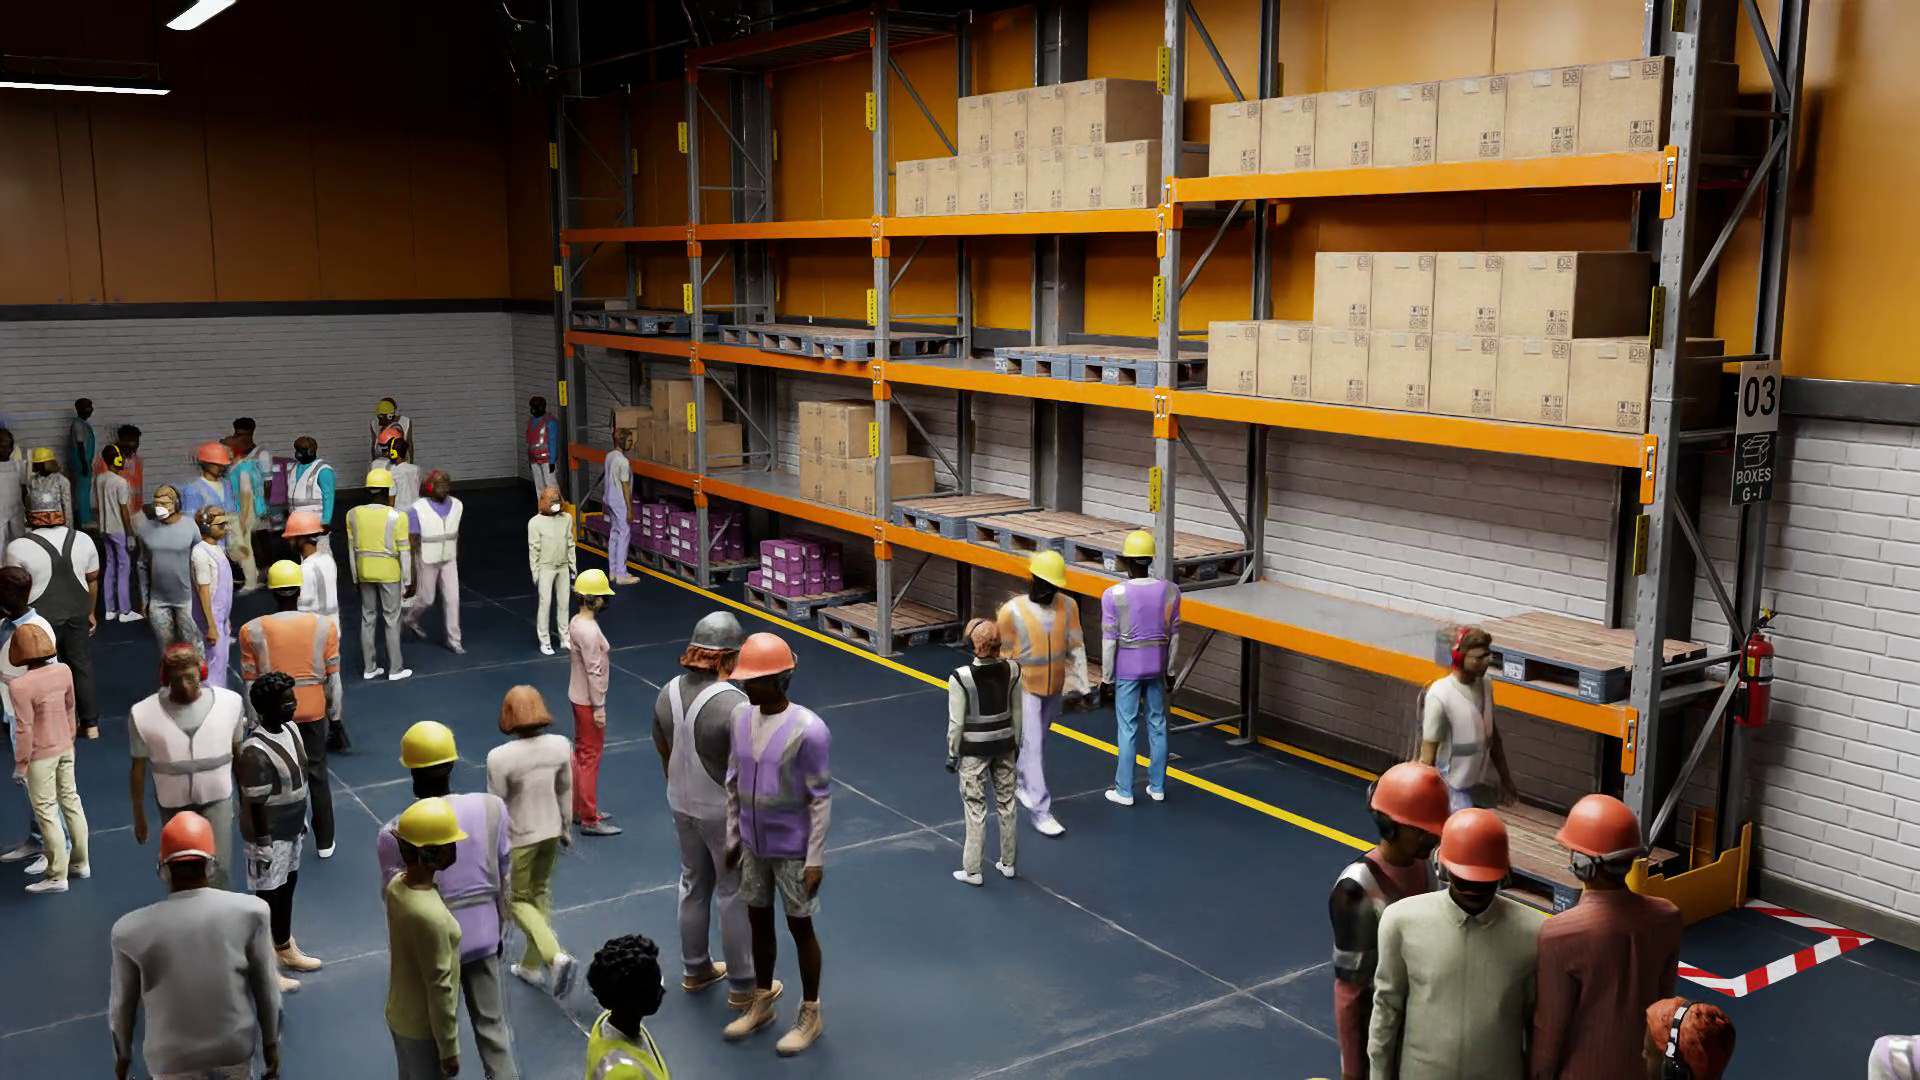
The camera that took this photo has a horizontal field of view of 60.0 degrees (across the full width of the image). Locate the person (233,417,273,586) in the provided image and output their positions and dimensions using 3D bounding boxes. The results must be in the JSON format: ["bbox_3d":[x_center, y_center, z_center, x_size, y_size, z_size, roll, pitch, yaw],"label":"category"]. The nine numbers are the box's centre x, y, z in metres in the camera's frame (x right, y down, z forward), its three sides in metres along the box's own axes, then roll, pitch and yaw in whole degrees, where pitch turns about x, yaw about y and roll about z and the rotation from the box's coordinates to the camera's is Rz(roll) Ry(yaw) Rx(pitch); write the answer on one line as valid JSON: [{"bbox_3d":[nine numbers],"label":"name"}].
[{"bbox_3d":[-8.224,-0.451,19.281,0.603,1.966,0.368,5,11,25],"label":"person"}]

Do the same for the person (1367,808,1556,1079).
[{"bbox_3d":[1.703,1.859,5.672,0.618,1.985,0.405,2,10,12],"label":"person"}]

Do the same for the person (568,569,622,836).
[{"bbox_3d":[-2.418,1.063,10.992,0.325,1.765,0.534,-4,10,-22],"label":"person"}]

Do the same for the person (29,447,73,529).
[{"bbox_3d":[-9.996,-0.164,18.289,0.488,1.735,0.338,2,10,10],"label":"person"}]

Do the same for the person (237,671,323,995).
[{"bbox_3d":[-3.549,1.503,8.631,0.323,1.688,0.530,0,10,-1],"label":"person"}]

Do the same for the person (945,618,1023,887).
[{"bbox_3d":[0.154,1.281,10.070,0.514,1.642,0.311,-5,11,-27],"label":"person"}]

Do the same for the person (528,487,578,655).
[{"bbox_3d":[-3.901,0.289,15.950,0.288,1.624,0.505,9,13,41],"label":"person"}]

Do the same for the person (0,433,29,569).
[{"bbox_3d":[-10.723,-0.287,18.713,0.350,1.838,0.505,7,12,36],"label":"person"}]

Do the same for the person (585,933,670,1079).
[{"bbox_3d":[-1.055,2.068,5.285,0.321,1.696,0.536,-3,10,-15],"label":"person"}]

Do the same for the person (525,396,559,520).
[{"bbox_3d":[-5.961,-1.137,23.721,0.618,1.836,0.432,8,12,38],"label":"person"}]

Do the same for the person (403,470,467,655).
[{"bbox_3d":[-5.105,0.191,16.021,0.793,1.805,0.595,8,13,40],"label":"person"}]

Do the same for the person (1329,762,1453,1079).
[{"bbox_3d":[1.583,1.775,6.035,0.411,2.033,0.613,9,14,44],"label":"person"}]

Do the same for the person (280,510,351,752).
[{"bbox_3d":[-4.870,0.735,12.429,0.428,1.928,0.567,-1,10,-4],"label":"person"}]

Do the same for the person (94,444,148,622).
[{"bbox_3d":[-8.796,-0.072,17.369,0.504,1.864,0.332,6,11,30],"label":"person"}]

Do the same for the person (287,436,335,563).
[{"bbox_3d":[-7.161,-0.225,18.325,0.622,1.844,0.429,6,11,29],"label":"person"}]

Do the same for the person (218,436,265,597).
[{"bbox_3d":[-8.027,-0.258,18.550,0.458,1.821,0.607,-8,12,-38],"label":"person"}]

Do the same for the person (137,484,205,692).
[{"bbox_3d":[-6.502,0.498,13.794,0.627,1.941,0.371,1,10,4],"label":"person"}]

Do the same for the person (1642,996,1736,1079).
[{"bbox_3d":[1.924,2.123,4.440,0.575,1.880,0.359,-6,11,-31],"label":"person"}]

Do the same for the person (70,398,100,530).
[{"bbox_3d":[-12.226,-1.066,23.256,0.350,1.843,0.506,-4,10,-22],"label":"person"}]

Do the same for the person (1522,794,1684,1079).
[{"bbox_3d":[2.177,1.843,5.730,0.612,1.996,0.376,-4,10,-23],"label":"person"}]

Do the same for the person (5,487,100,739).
[{"bbox_3d":[-7.092,0.590,12.953,0.537,2.000,0.689,6,11,33],"label":"person"}]

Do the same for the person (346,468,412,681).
[{"bbox_3d":[-5.199,0.313,14.957,0.582,1.919,0.397,1,10,6],"label":"person"}]

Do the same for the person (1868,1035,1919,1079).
[{"bbox_3d":[3.103,2.104,5.241,0.515,1.641,0.315,4,10,22],"label":"person"}]

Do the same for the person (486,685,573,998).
[{"bbox_3d":[-2.162,1.555,8.536,0.606,1.612,0.530,9,13,41],"label":"person"}]

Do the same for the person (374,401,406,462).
[{"bbox_3d":[-7.890,-1.022,23.055,0.403,1.824,0.593,-7,12,-36],"label":"person"}]

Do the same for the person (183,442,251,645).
[{"bbox_3d":[-7.237,0.049,16.208,0.475,2.018,0.602,1,10,6],"label":"person"}]

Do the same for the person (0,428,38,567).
[{"bbox_3d":[-11.190,-0.429,19.619,0.661,1.810,0.507,-6,11,-30],"label":"person"}]

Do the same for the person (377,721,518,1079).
[{"bbox_3d":[-2.110,1.698,6.974,0.596,1.874,0.972,-7,12,-37],"label":"person"}]

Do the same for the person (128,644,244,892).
[{"bbox_3d":[-4.160,1.393,8.996,0.592,1.799,0.864,-6,11,-29],"label":"person"}]

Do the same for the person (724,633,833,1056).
[{"bbox_3d":[-0.895,1.441,7.954,0.614,2.041,0.388,7,12,34],"label":"person"}]

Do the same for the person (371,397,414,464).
[{"bbox_3d":[-8.026,-1.111,23.564,0.580,1.830,0.410,-2,10,-10],"label":"person"}]

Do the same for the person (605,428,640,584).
[{"bbox_3d":[-3.940,-0.392,19.339,0.353,1.835,0.518,-7,12,-35],"label":"person"}]

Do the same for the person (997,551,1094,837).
[{"bbox_3d":[0.538,0.984,11.173,0.585,1.863,0.955,-5,11,-29],"label":"person"}]

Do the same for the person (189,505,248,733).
[{"bbox_3d":[-5.917,0.639,13.242,0.338,1.845,0.514,-2,10,-13],"label":"person"}]

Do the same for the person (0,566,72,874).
[{"bbox_3d":[-5.761,1.098,10.328,0.587,1.920,0.395,8,13,41],"label":"person"}]

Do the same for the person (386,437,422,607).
[{"bbox_3d":[-6.045,-0.191,18.082,0.333,1.860,0.510,4,11,24],"label":"person"}]

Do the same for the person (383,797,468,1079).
[{"bbox_3d":[-2.030,1.848,6.401,0.340,1.761,0.527,-6,11,-32],"label":"person"}]

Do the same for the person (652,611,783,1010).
[{"bbox_3d":[-1.201,1.350,8.494,0.680,2.000,0.537,8,12,38],"label":"person"}]

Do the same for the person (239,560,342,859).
[{"bbox_3d":[-4.196,1.077,10.471,0.581,1.919,0.397,-5,11,-29],"label":"person"}]

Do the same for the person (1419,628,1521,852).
[{"bbox_3d":[2.791,1.359,9.168,0.974,1.794,0.569,8,13,41],"label":"person"}]

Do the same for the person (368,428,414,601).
[{"bbox_3d":[-6.245,-0.263,18.299,0.544,1.929,0.387,8,12,38],"label":"person"}]

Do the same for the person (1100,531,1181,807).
[{"bbox_3d":[1.237,0.891,11.521,0.587,1.927,0.362,-3,10,-19],"label":"person"}]

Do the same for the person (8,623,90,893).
[{"bbox_3d":[-5.495,1.300,9.983,0.280,1.631,0.507,1,10,8],"label":"person"}]

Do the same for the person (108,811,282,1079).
[{"bbox_3d":[-2.901,1.874,6.315,0.581,1.724,0.661,-6,11,-32],"label":"person"}]
